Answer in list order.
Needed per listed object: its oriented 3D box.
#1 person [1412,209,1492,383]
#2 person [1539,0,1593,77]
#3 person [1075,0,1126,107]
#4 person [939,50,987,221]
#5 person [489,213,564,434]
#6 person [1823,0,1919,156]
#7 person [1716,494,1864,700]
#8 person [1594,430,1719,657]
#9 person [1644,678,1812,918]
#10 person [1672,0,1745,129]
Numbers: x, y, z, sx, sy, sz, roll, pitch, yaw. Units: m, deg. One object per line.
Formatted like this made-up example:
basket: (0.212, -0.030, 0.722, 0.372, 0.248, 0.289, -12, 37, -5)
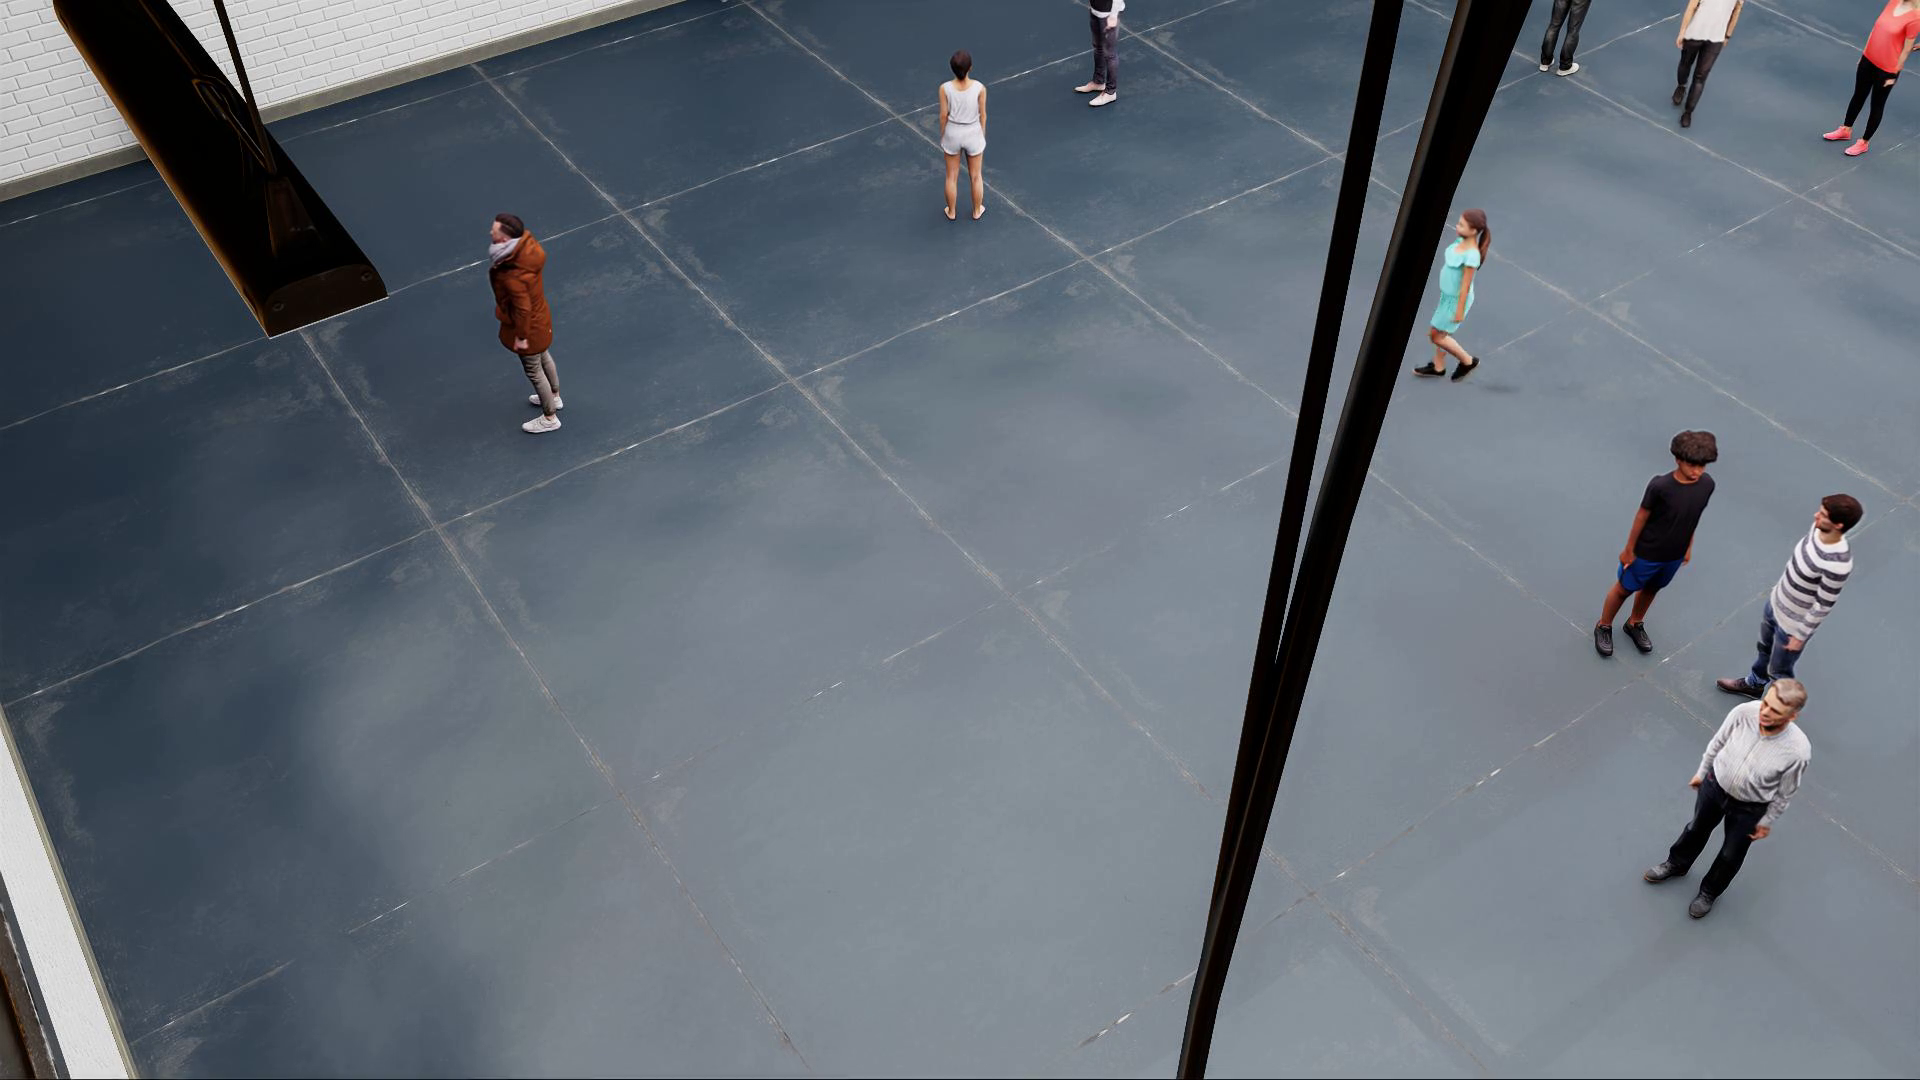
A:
person: (3.885, -1.862, 12.799, 0.826, 1.551, 0.764, 7, 44, 7)
person: (6.074, -5.480, 16.408, 0.696, 1.811, 0.626, 32, 52, 29)
person: (1.400, -5.089, 15.989, 0.674, 1.824, 0.739, -16, 46, -16)
person: (0.026, -3.520, 14.502, 0.652, 1.604, 0.729, 0, 44, 0)
person: (-3.202, -1.625, 12.342, 0.890, 1.839, 0.849, -1, 44, -1)
person: (8.512, -4.385, 15.345, 0.636, 1.693, 0.653, -12, 45, -12)
person: (5.116, 0.435, 10.170, 0.760, 1.852, 0.713, 5, 44, 5)
person: (4.475, 0.014, 10.652, 0.659, 1.797, 0.768, -4, 44, -4)
person: (4.301, 1.399, 9.182, 0.538, 1.820, 0.645, -25, 49, -24)
person: (7.096, -4.858, 15.850, 0.988, 1.680, 1.181, 17, 46, 17)
